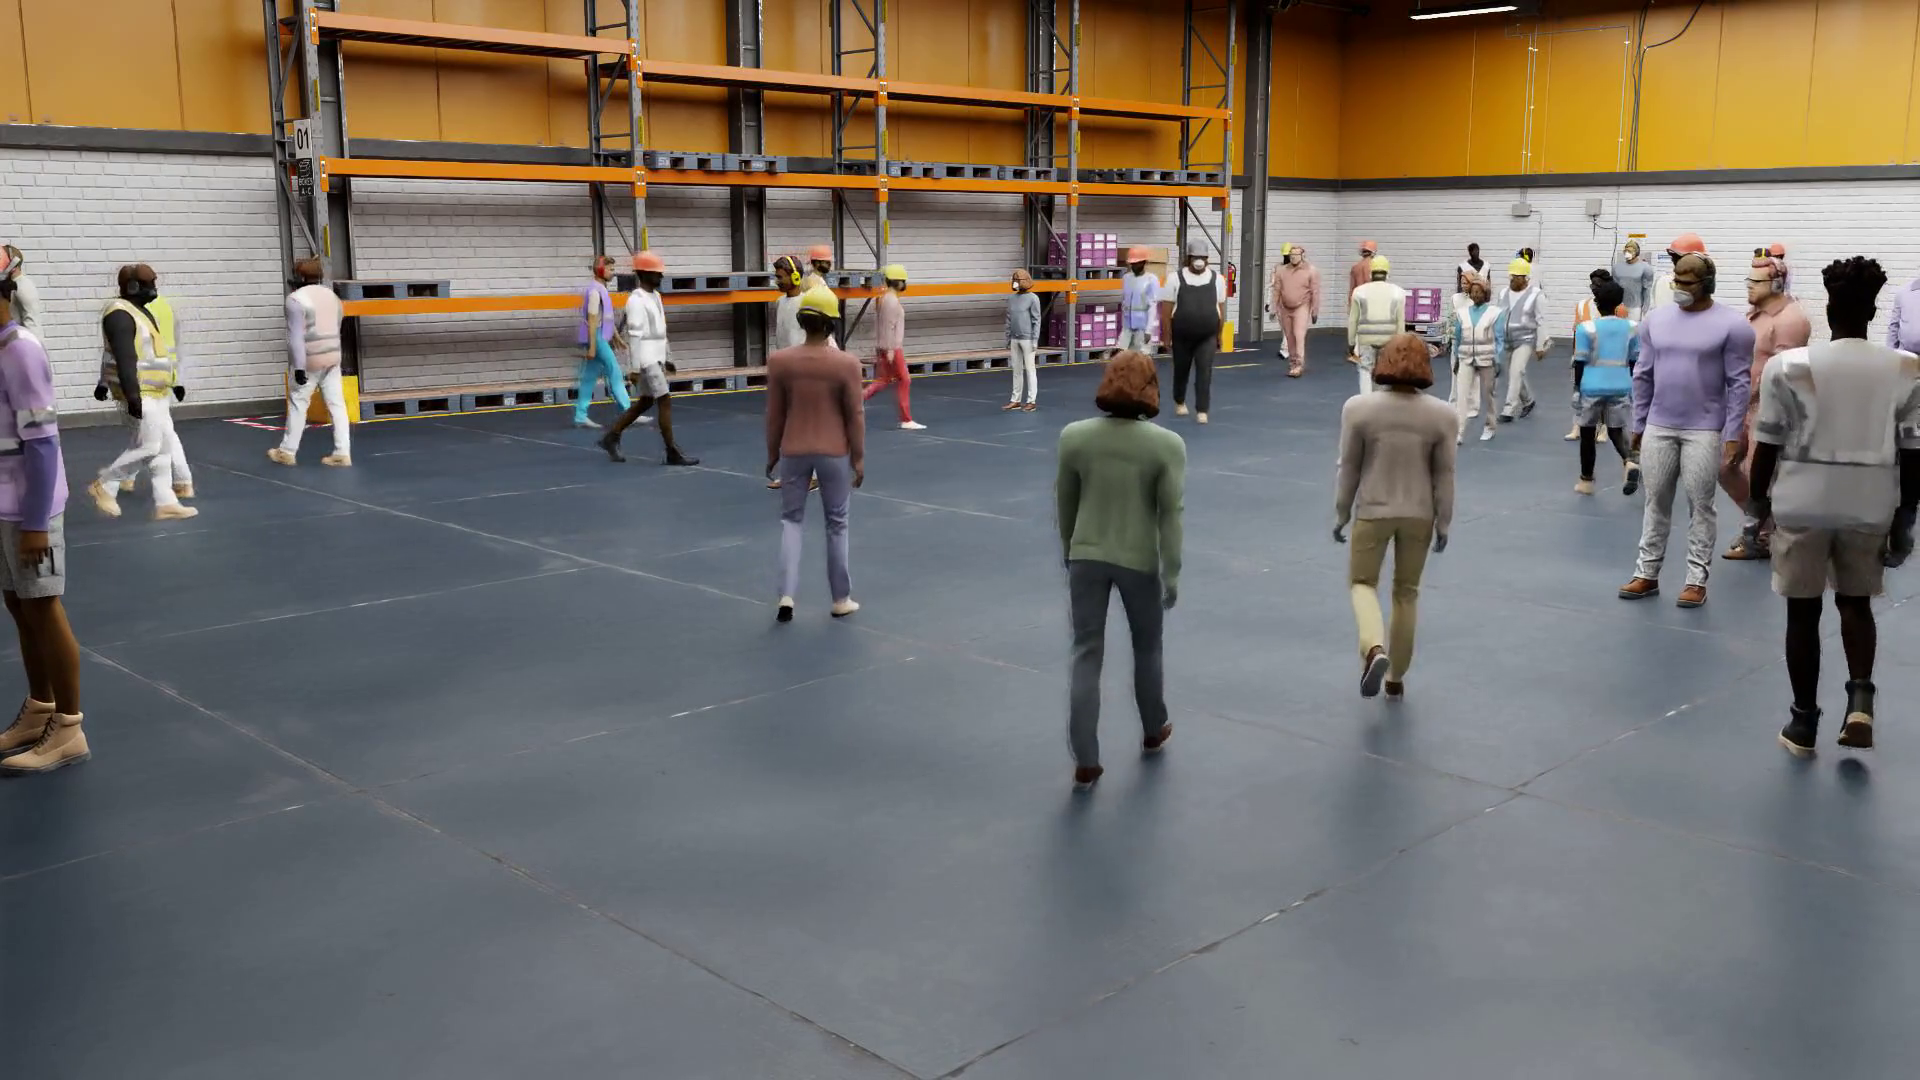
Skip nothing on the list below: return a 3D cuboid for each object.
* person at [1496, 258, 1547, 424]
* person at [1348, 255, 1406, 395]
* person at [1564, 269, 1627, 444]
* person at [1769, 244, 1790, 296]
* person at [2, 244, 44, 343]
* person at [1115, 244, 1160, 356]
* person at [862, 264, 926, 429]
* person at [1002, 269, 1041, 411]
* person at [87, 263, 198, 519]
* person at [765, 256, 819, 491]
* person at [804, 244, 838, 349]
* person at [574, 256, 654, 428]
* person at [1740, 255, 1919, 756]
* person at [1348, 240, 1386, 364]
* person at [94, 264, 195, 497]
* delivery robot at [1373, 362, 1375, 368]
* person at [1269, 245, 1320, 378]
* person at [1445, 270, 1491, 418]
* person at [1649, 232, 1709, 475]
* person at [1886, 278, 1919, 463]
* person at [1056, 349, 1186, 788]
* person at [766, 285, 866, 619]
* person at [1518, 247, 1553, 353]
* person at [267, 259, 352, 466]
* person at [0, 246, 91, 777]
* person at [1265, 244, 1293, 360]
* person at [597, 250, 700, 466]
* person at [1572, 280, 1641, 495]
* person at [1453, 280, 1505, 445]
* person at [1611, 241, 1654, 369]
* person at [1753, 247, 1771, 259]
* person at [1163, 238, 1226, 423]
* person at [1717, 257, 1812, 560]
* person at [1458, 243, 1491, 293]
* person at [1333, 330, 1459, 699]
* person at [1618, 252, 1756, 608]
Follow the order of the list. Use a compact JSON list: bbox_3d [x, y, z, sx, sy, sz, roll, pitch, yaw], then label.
[{"bbox_3d":[6.084,-2.164,18.053,0.908,1.789,0.593,-8,13,-37],"label":"person"},{"bbox_3d":[4.536,-2.189,18.112,0.601,1.814,0.710,2,11,9],"label":"person"},{"bbox_3d":[6.221,-1.792,16.251,0.322,1.697,0.534,-9,14,-42],"label":"person"},{"bbox_3d":[12.996,-3.774,26.576,1.023,1.868,0.544,6,12,28],"label":"person"},{"bbox_3d":[-8.335,-1.641,14.770,0.379,1.940,0.629,-9,14,-42],"label":"person"},{"bbox_3d":[2.053,-2.506,19.570,0.571,1.906,0.637,10,14,44],"label":"person"},{"bbox_3d":[-0.789,-2.006,17.336,0.784,1.739,0.528,-2,11,-8],"label":"person"},{"bbox_3d":[0.717,-2.305,19.222,0.289,1.633,0.500,-9,14,-42],"label":"person"},{"bbox_3d":[-5.801,-1.030,11.732,0.587,1.828,0.645,-2,10,-8],"label":"person"},{"bbox_3d":[-1.304,-1.299,13.114,0.335,1.865,0.521,-9,14,-42],"label":"person"},{"bbox_3d":[-1.511,-2.355,18.718,0.657,1.911,0.560,2,11,8],"label":"person"},{"bbox_3d":[-3.657,-2.055,17.409,0.909,1.800,0.566,-2,11,-11],"label":"person"},{"bbox_3d":[3.369,-0.116,6.437,0.610,1.951,0.422,2,11,13],"label":"person"},{"bbox_3d":[6.412,-3.739,26.188,0.975,1.957,0.621,-7,12,-32],"label":"person"},{"bbox_3d":[-6.388,-1.225,12.903,0.961,1.791,0.646,1,10,7],"label":"person"},{"bbox_3d":[6.049,-2.506,23.010,0.477,0.478,0.707,-10,14,-44],"label":"delivery robot"},{"bbox_3d":[4.734,-3.255,23.721,0.659,1.881,0.751,8,13,38],"label":"person"},{"bbox_3d":[5.658,-2.183,18.545,0.314,1.639,0.515,-9,14,-42],"label":"person"},{"bbox_3d":[6.090,-1.575,14.127,0.397,2.043,0.609,-2,11,-10],"label":"person"},{"bbox_3d":[8.411,-1.574,14.516,0.401,1.901,0.642,-9,14,-42],"label":"person"},{"bbox_3d":[0.610,0.086,6.287,0.516,1.596,0.802,3,11,17],"label":"person"},{"bbox_3d":[-0.769,-0.441,8.752,0.550,1.782,0.407,2,11,10],"label":"person"},{"bbox_3d":[9.788,-4.083,28.423,0.565,1.828,0.836,-5,12,-26],"label":"person"},{"bbox_3d":[-5.746,-1.550,14.627,0.882,1.805,0.652,5,11,24],"label":"person"},{"bbox_3d":[-3.582,-0.126,6.254,0.404,2.033,0.608,-9,14,-42],"label":"person"},{"bbox_3d":[5.331,-3.903,27.287,0.595,1.873,0.999,6,12,31],"label":"person"},{"bbox_3d":[-2.796,-1.599,14.659,0.920,1.907,0.559,1,10,6],"label":"person"},{"bbox_3d":[4.983,-1.145,12.765,0.540,1.683,0.635,-1,10,-3],"label":"person"},{"bbox_3d":[5.055,-1.735,16.224,0.529,1.595,0.847,8,13,36],"label":"person"},{"bbox_3d":[9.727,-3.368,24.187,0.379,1.940,0.629,-9,14,-42],"label":"person"},{"bbox_3d":[11.191,-3.163,23.316,0.389,1.855,0.523,5,11,25],"label":"person"},{"bbox_3d":[2.561,-2.330,18.248,0.684,2.000,0.885,1,10,3],"label":"person"},{"bbox_3d":[4.958,-0.806,10.348,0.426,1.888,0.649,-1,10,-6],"label":"person"},{"bbox_3d":[8.766,-4.131,28.473,0.628,1.891,0.626,-3,11,-14],"label":"person"},{"bbox_3d":[1.864,-0.081,7.122,0.505,1.623,0.506,2,11,9],"label":"person"},{"bbox_3d":[3.973,-0.599,9.107,0.379,1.933,0.629,-9,14,-42],"label":"person"}]
